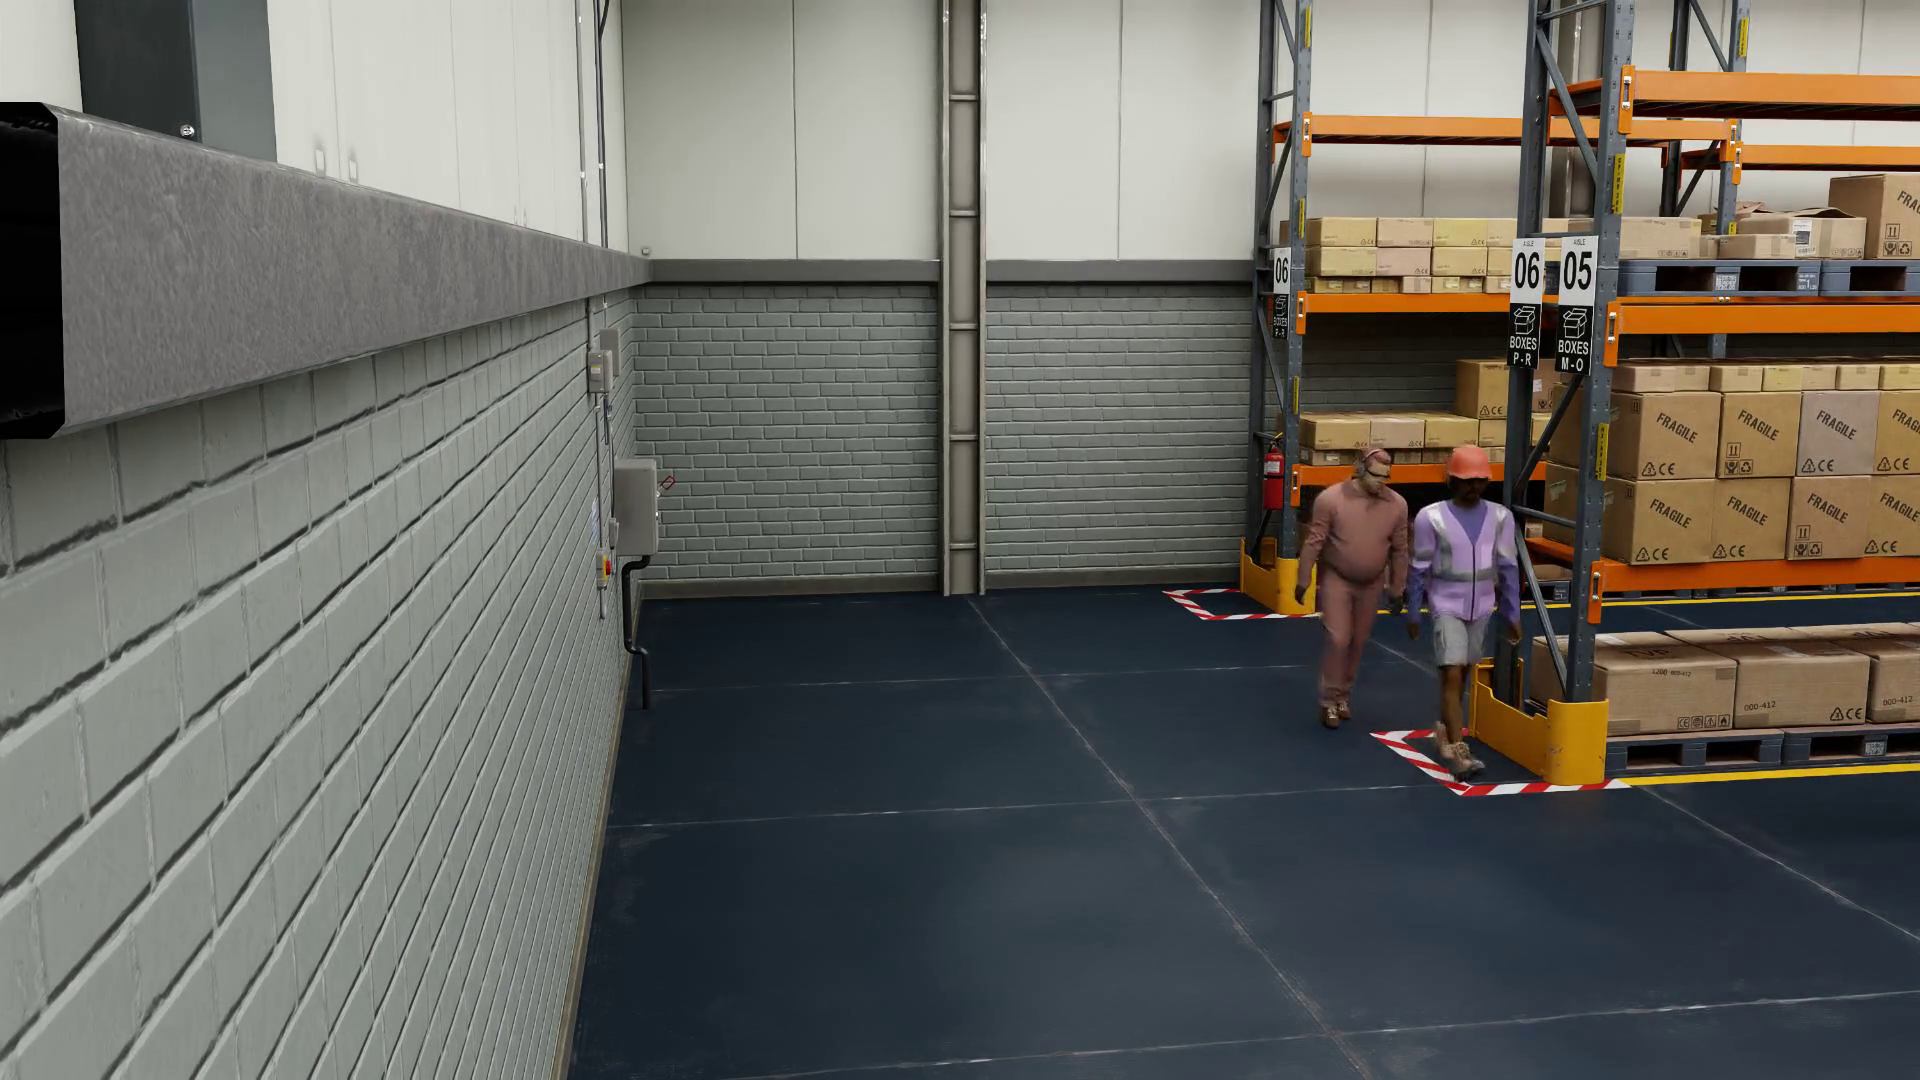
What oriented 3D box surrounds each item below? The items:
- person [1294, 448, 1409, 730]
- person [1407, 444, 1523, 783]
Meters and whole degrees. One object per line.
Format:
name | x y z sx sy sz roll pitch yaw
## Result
person | 2.630 0.319 11.060 0.724 1.864 0.730 -1 9 -6
person | 3.050 0.439 9.910 0.609 1.993 1.031 -1 9 -8
